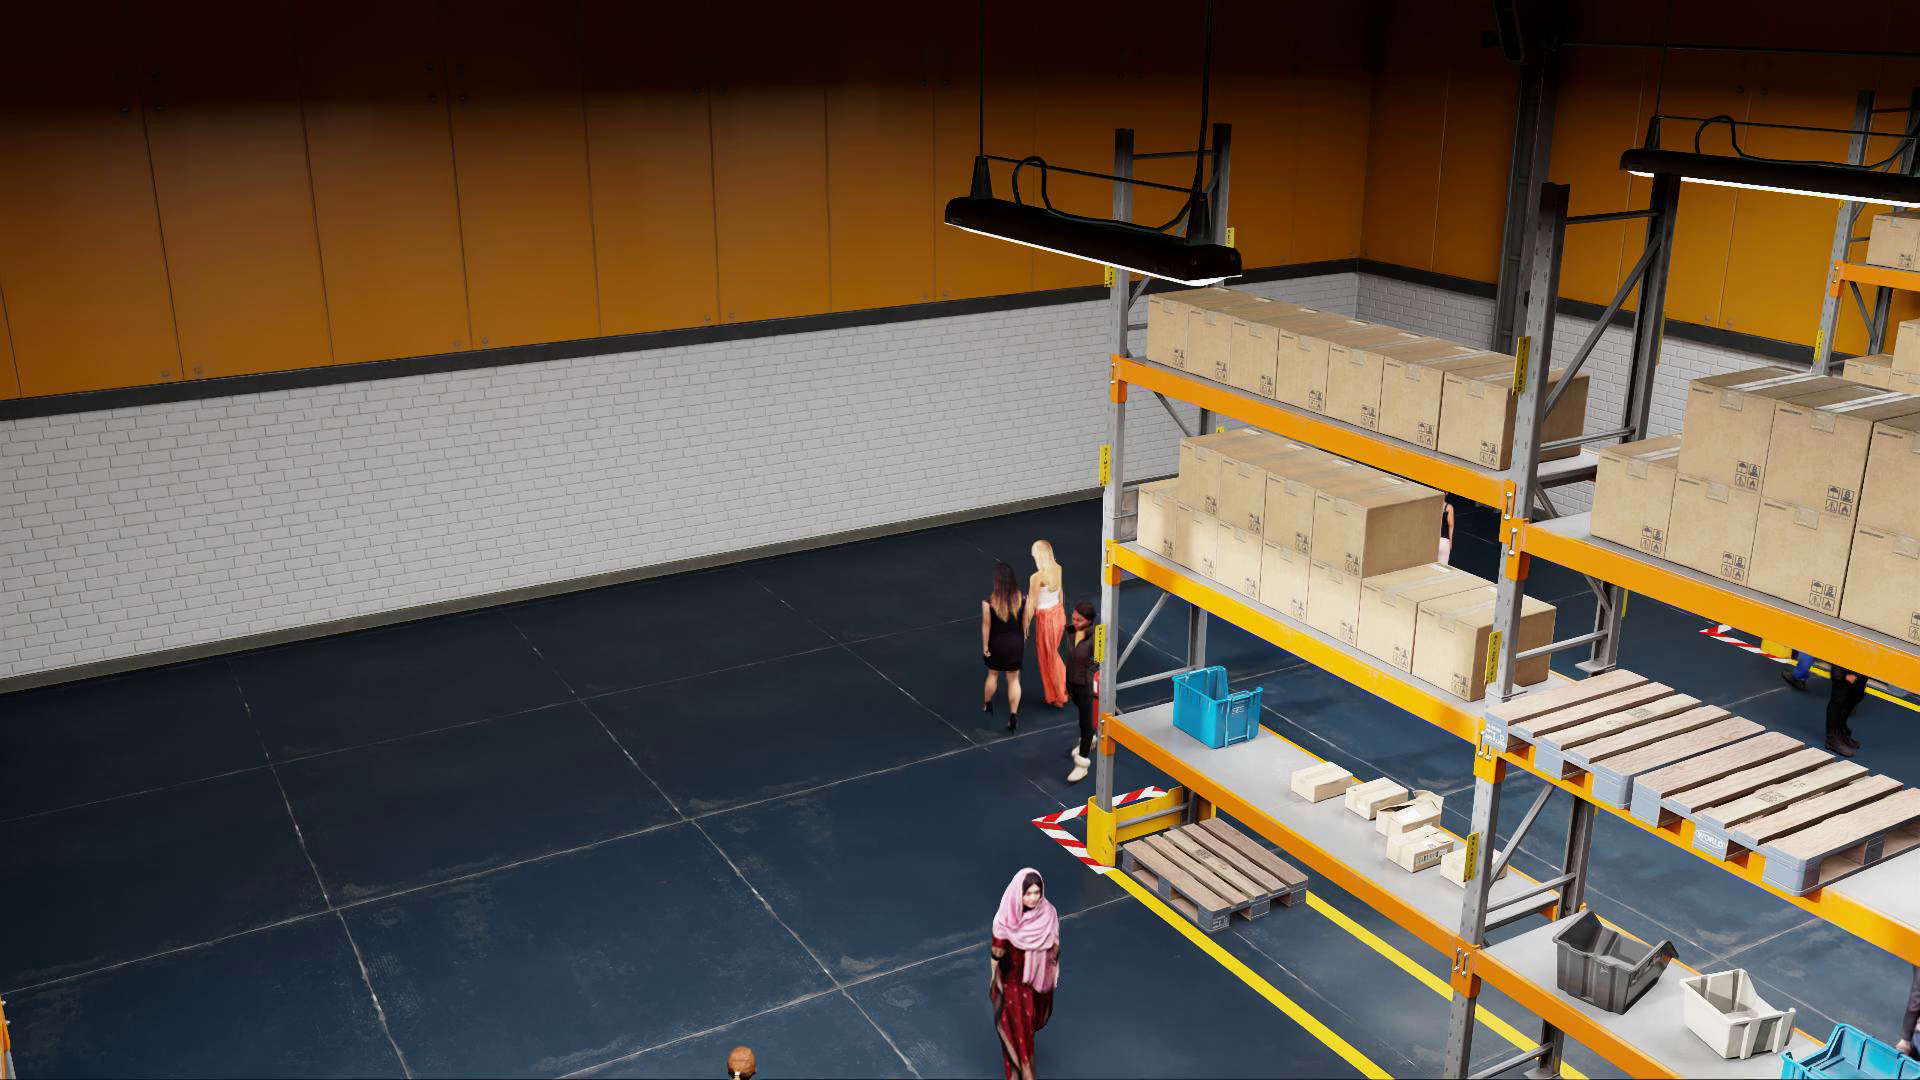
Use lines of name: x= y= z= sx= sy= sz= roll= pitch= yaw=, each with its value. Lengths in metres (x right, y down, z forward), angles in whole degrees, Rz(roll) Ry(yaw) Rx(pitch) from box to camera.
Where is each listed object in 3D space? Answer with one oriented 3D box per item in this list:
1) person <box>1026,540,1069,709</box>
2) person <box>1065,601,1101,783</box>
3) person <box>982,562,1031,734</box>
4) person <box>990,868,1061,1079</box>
person: x=0.950 y=0.879 z=16.642 sx=0.828 sy=1.778 sz=0.765 roll=17 pitch=25 yaw=41
person: x=1.042 y=1.382 z=15.349 sx=0.927 sy=1.651 sz=0.801 roll=7 pitch=20 yaw=19
person: x=0.479 y=1.074 z=16.191 sx=0.795 sy=1.695 sz=0.919 roll=-4 pitch=19 yaw=-12
person: x=0.405 y=2.863 z=11.020 sx=0.784 sy=1.606 sz=1.071 roll=-6 pitch=20 yaw=-17
